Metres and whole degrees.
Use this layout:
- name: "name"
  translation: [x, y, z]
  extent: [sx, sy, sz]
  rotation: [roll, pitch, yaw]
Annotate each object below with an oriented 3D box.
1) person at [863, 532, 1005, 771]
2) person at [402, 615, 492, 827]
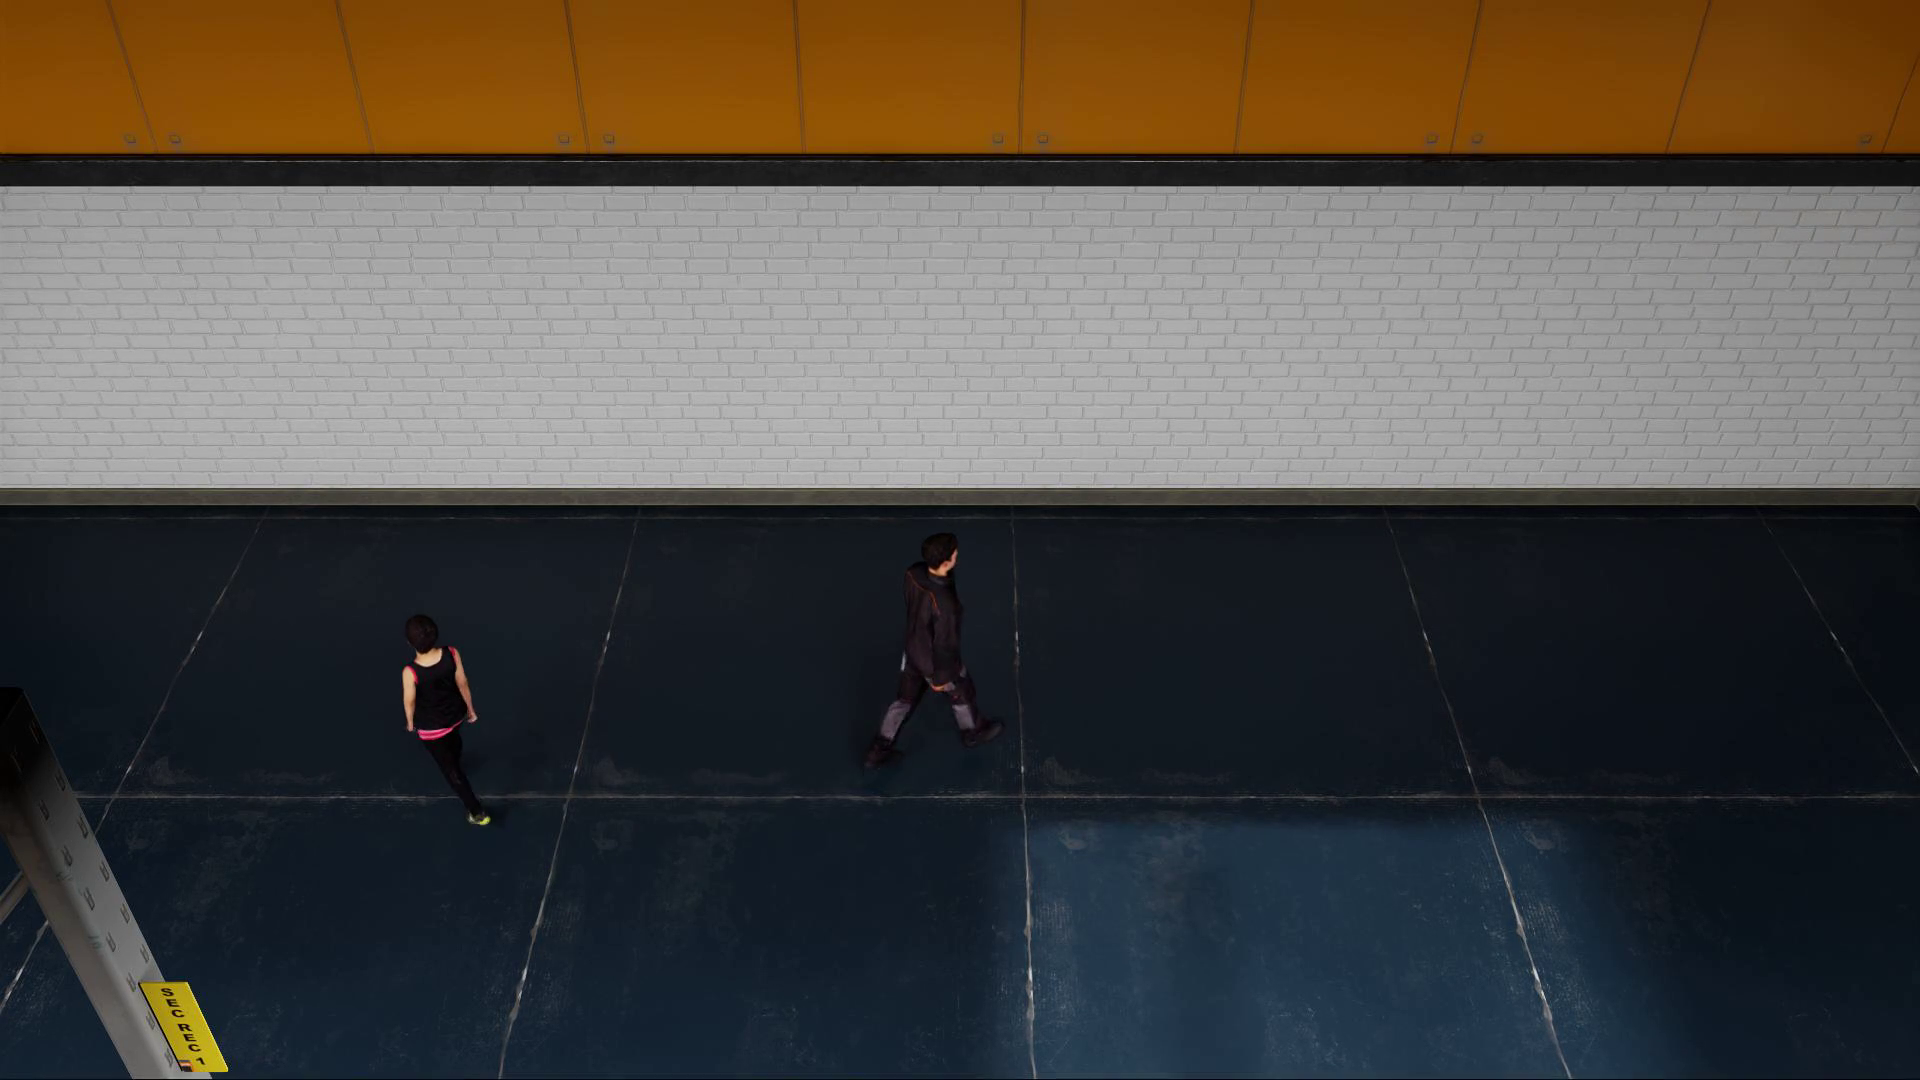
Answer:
- name: "person"
  translation: [-0.265, 0.761, 10.610]
  extent: [1.218, 1.898, 1.304]
  rotation: [-21, 43, -24]
- name: "person"
  translation: [-3.217, 1.147, 10.429]
  extent: [1.013, 1.520, 0.978]
  rotation: [30, 47, 32]
